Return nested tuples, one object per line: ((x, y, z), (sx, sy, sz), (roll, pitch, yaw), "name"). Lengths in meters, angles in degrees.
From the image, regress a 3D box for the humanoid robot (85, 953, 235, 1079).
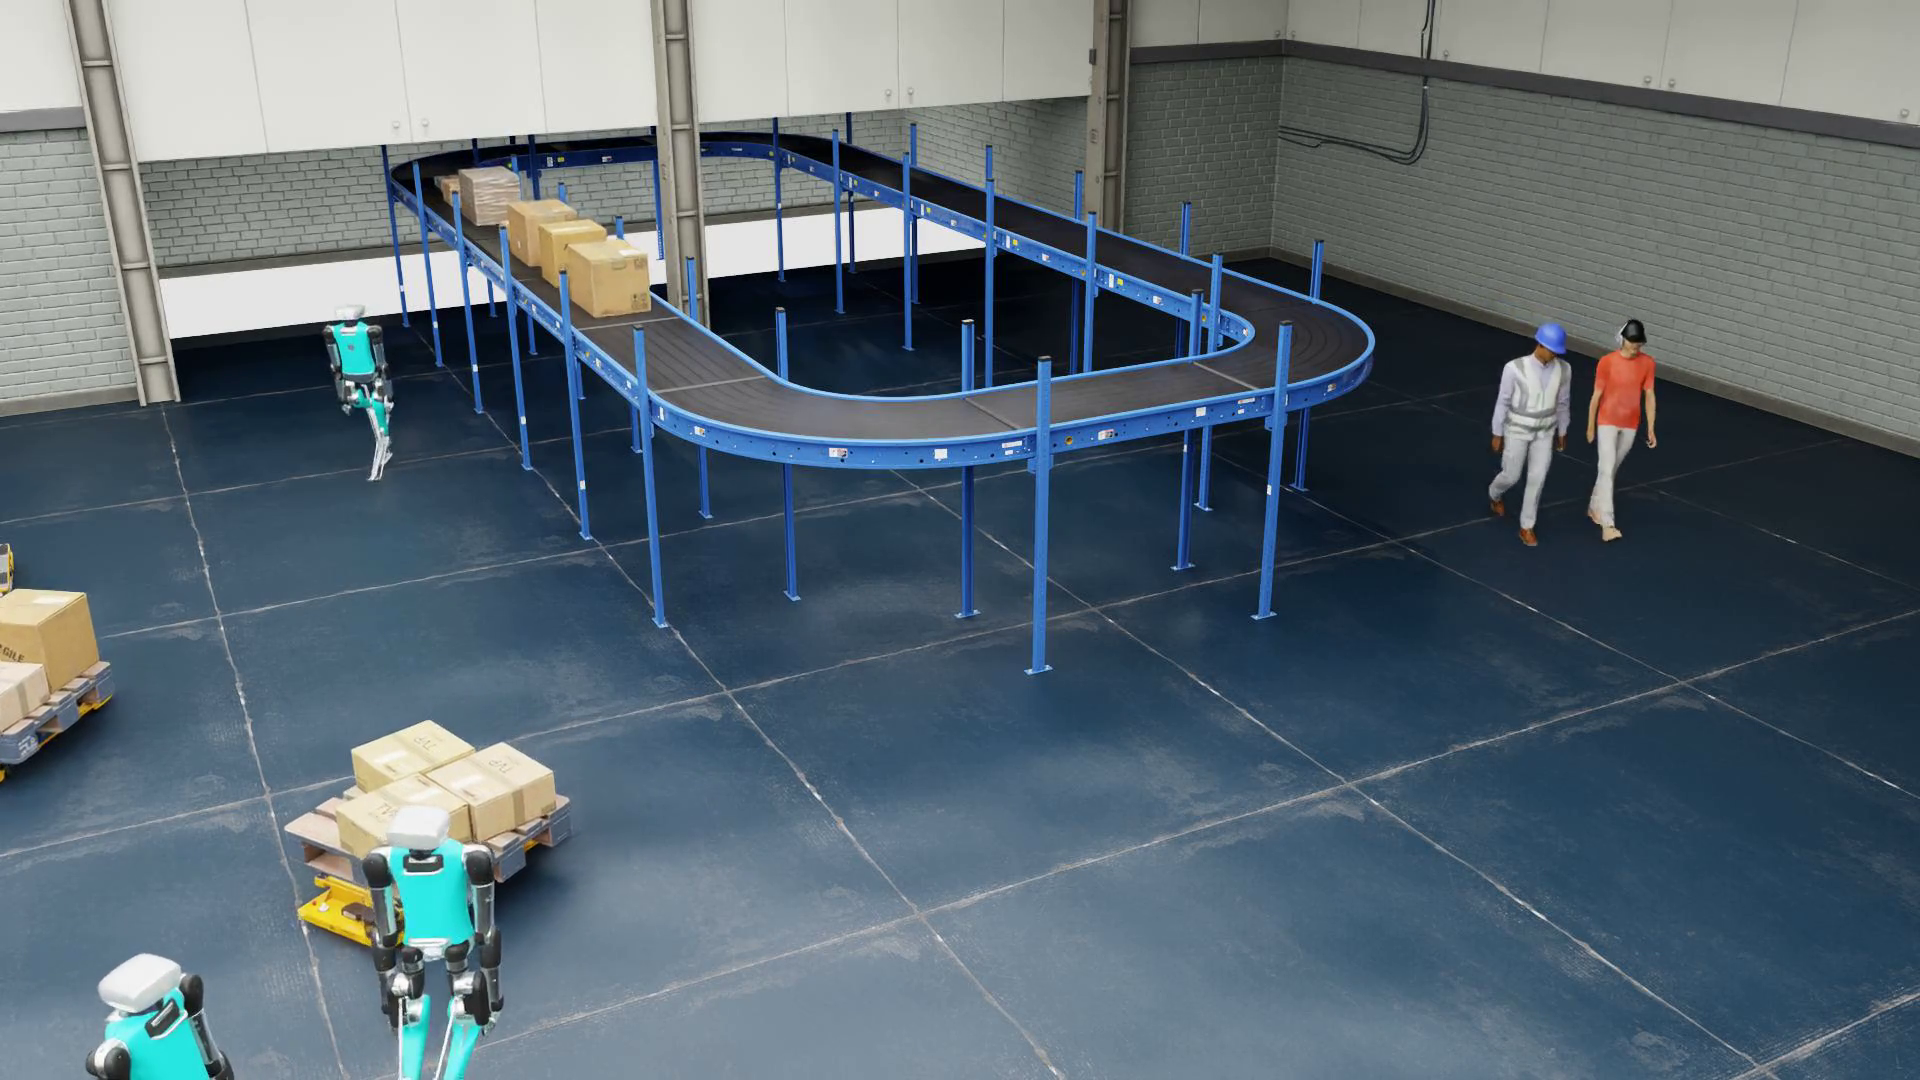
((-2.541, 2.352, 6.140), (1.016, 1.749, 0.532), (4, 22, 10), "humanoid robot")

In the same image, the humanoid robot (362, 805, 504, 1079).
((-2.194, 2.035, 6.893), (0.534, 1.790, 0.787), (-1, 22, -2), "humanoid robot")

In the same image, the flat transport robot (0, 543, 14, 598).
((-7.754, 0.374, 12.950), (0.659, 0.231, 1.431), (-11, 25, -26), "flat transport robot")

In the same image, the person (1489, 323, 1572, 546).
((4.768, -0.945, 14.030), (0.662, 1.909, 0.698), (-2, 22, -5), "person")

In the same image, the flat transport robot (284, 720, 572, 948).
((-2.953, 1.806, 9.410), (0.659, 0.231, 1.431), (12, 25, 26), "flat transport robot")

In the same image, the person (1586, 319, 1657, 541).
((5.597, -0.922, 14.015), (0.493, 1.868, 0.959), (-1, 22, -3), "person")

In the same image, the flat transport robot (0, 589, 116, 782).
((-6.288, 1.243, 10.802), (0.659, 0.231, 1.431), (3, 22, 7), "flat transport robot")

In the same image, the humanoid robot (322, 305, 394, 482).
((-5.442, -1.390, 15.395), (0.530, 1.727, 1.066), (0, 22, 0), "humanoid robot")
